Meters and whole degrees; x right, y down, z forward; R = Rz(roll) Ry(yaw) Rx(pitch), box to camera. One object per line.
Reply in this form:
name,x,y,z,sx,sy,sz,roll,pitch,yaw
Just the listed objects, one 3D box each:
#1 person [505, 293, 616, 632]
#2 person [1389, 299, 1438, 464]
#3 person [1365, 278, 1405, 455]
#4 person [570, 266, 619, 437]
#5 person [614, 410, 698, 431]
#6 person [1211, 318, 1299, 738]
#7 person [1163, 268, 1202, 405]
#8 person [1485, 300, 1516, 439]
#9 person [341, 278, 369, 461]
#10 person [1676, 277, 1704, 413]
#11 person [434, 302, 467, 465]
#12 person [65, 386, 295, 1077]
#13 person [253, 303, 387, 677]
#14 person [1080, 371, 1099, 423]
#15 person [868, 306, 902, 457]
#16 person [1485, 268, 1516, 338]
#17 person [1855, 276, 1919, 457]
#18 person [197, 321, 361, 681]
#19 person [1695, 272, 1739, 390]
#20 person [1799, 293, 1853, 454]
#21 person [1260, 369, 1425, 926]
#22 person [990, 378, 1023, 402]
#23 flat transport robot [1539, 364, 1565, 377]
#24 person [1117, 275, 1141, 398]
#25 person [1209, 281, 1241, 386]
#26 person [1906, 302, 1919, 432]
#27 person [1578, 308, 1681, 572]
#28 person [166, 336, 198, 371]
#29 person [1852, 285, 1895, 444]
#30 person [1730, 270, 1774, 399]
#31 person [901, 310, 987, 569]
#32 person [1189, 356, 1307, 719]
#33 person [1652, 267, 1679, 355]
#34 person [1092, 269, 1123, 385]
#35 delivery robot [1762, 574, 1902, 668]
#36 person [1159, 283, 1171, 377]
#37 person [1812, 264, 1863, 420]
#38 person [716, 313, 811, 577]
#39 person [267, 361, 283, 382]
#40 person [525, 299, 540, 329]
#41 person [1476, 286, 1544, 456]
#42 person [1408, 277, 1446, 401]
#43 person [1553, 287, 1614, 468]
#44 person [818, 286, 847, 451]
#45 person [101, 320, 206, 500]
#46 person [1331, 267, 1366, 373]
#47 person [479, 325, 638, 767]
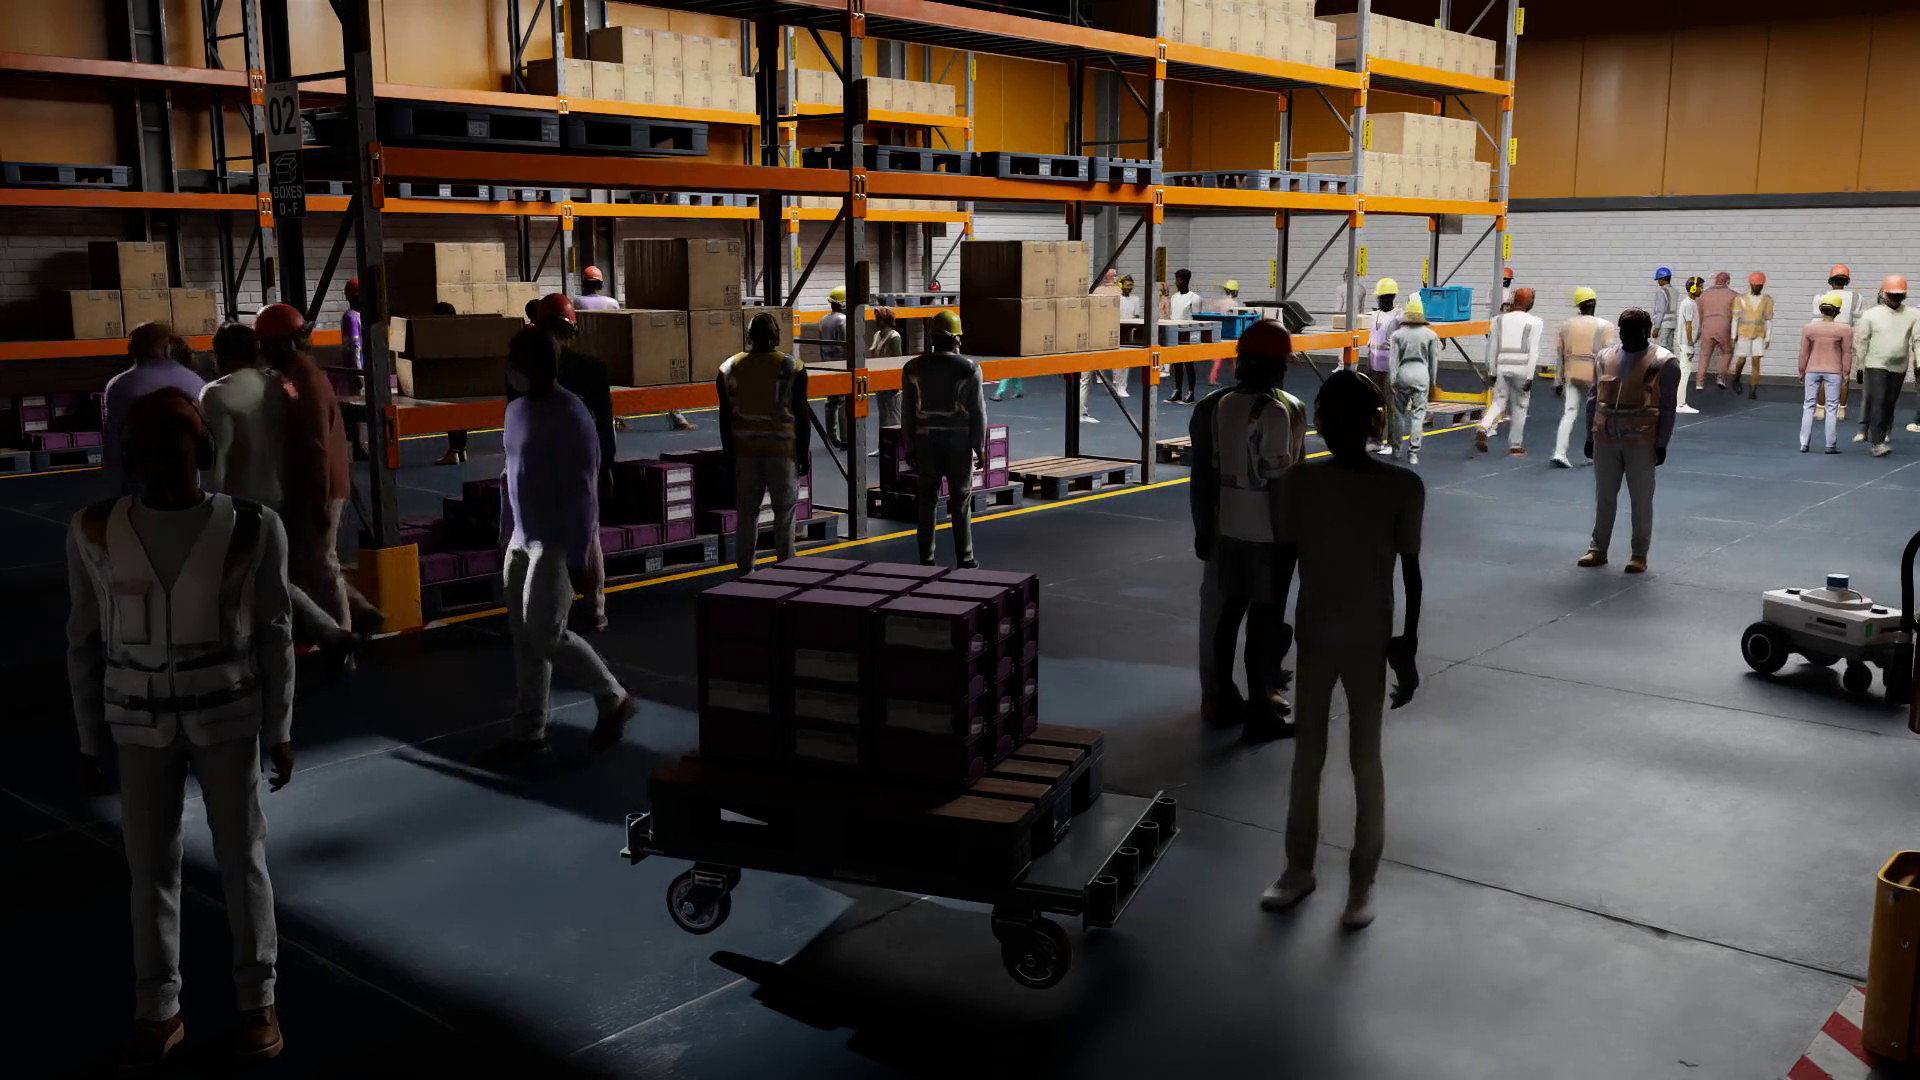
person,-2.329,-0.436,9.717,0.625,1.992,0.389,-4,11,-19
person,4.804,-1.687,17.662,0.494,1.713,0.770,3,10,15
person,4.643,-1.893,18.208,0.376,1.924,0.595,-5,11,-25
person,-4.323,-2.207,19.666,0.616,2.041,0.379,-4,11,-22
person,-3.817,-2.251,20.405,1.063,1.884,0.643,-3,10,-15
person,1.382,-0.056,7.718,0.358,1.938,0.542,-5,11,-24
person,3.222,-2.937,24.041,0.361,1.963,0.614,-7,12,-34
person,6.497,-2.025,19.776,0.514,1.641,0.308,7,12,35
person,-6.371,-1.809,17.701,0.356,1.936,0.551,-3,10,-15
person,10.025,-2.677,22.853,0.328,1.867,0.509,3,10,15
person,-5.343,-1.632,17.380,0.313,1.697,0.535,1,10,5
person,-2.121,0.524,4.567,0.574,1.886,0.356,-3,10,-15
person,-3.419,-0.257,8.799,0.590,1.968,0.666,-5,11,-29
person,1.657,-2.328,21.520,0.266,1.632,0.509,-1,10,-5
person,-0.783,-1.682,17.823,0.313,1.640,0.516,-6,12,-30
person,8.837,-3.456,27.082,0.553,1.934,0.365,7,12,35
person,10.088,-1.865,17.992,0.617,1.945,0.991,2,10,10
person,-3.578,-0.181,8.581,0.915,1.889,0.659,1,10,6
person,12.050,-3.305,26.422,0.695,1.871,0.721,10,14,43
person,9.511,-1.827,18.293,0.533,1.767,0.321,8,13,40
person,1.279,0.356,5.584,0.532,1.865,0.308,6,11,29
person,0.707,-2.921,24.692,0.521,1.709,0.952,8,13,39
flat transport robot,10.797,-2.901,28.660,1.431,0.197,0.652,6,12,32
person,2.514,-3.058,25.062,0.551,1.845,0.617,-3,10,-15
person,4.468,-3.382,27.269,0.912,1.712,0.544,-4,11,-22
person,11.902,-2.305,20.233,0.706,2.000,0.679,-2,10,-11
person,4.674,-0.701,11.665,0.627,1.844,0.429,9,14,43
person,-5.498,-0.625,11.816,0.281,1.636,0.500,-9,13,-42
person,10.661,-2.033,19.239,0.515,1.844,0.326,8,13,39
person,11.864,-3.076,24.947,0.580,1.925,0.614,3,11,19
person,-0.103,-0.676,11.550,0.599,1.830,0.404,2,10,13
person,1.402,-0.056,8.013,0.619,1.839,0.430,-3,10,-17
person,11.639,-3.533,27.523,0.605,1.936,0.417,-9,14,-43
person,2.493,-3.526,27.567,0.653,1.906,0.408,5,11,27
delivery robot,4.557,0.422,8.667,0.477,0.478,0.707,-4,11,-22
person,3.546,-3.670,29.142,0.313,1.642,0.513,-3,10,-14
person,11.494,-2.596,21.876,0.605,2.045,0.380,2,10,12
person,-1.283,-0.581,11.025,0.618,1.836,0.430,2,10,12
person,-7.266,-1.685,17.896,0.503,1.626,0.283,6,12,31
person,-4.767,-1.857,18.692,0.536,1.690,0.322,9,13,41
person,5.919,-1.799,17.886,0.588,1.861,0.755,10,14,44
person,6.869,-2.992,24.490,0.588,1.920,0.398,4,11,20
person,6.413,-1.673,17.159,0.609,1.868,0.984,8,13,40
person,-1.327,-1.916,18.609,0.404,1.833,0.588,-8,13,-38
person,-4.522,-0.319,9.489,0.922,1.855,0.673,5,11,26
person,7.006,-3.968,30.082,0.650,1.907,0.409,-5,11,-27
person,-1.814,0.029,7.259,0.606,1.927,0.650,-8,13,-38
